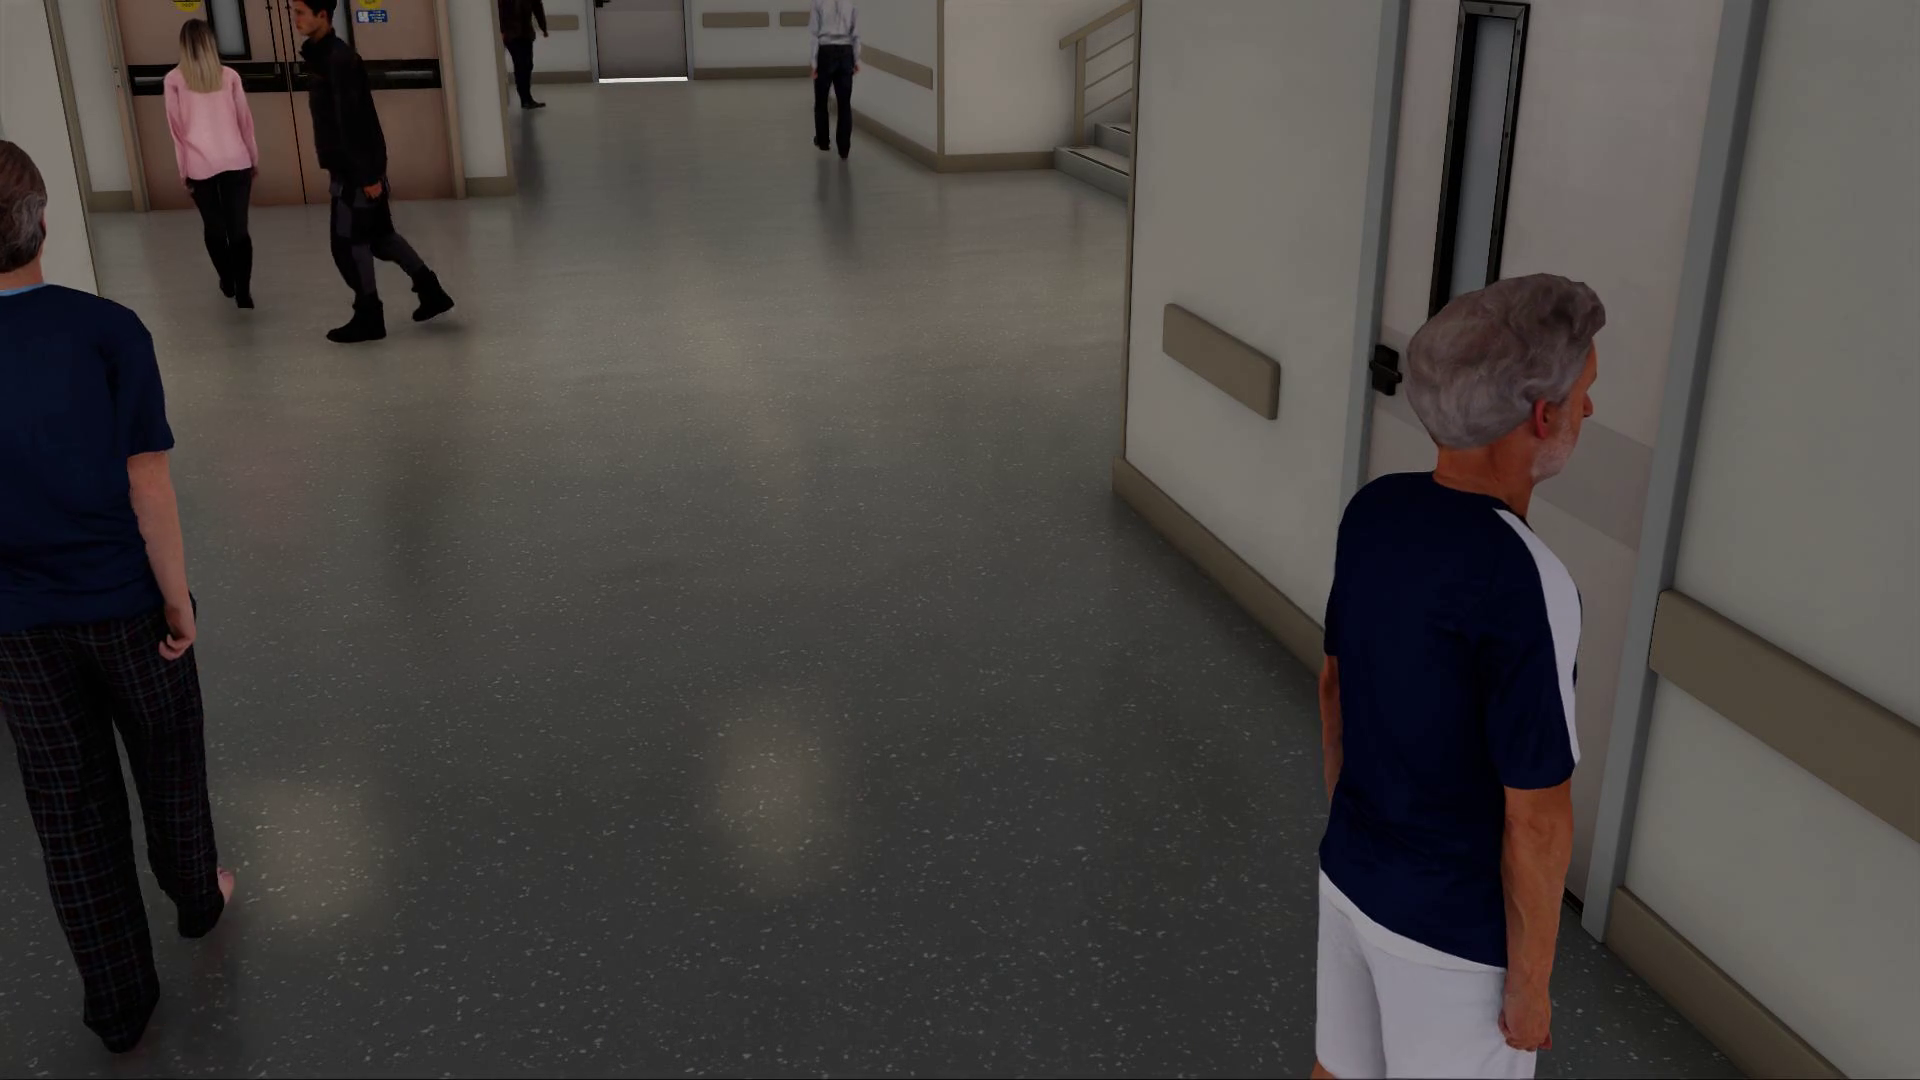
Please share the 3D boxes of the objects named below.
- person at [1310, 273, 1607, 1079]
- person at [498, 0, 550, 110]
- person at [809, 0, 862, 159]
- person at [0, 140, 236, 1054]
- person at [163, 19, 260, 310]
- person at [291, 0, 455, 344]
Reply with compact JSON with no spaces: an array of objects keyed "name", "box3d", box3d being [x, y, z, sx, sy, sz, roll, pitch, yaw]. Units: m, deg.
[{"name":"person","box3d":[0.680,0.516,2.423,0.554,1.835,0.646,-7,22,-18]},{"name":"person","box3d":[-5.306,-6.050,19.772,0.995,1.826,0.916,10,23,25]},{"name":"person","box3d":[-1.183,-4.564,15.897,0.911,1.793,0.728,-5,21,-14]},{"name":"person","box3d":[-1.753,0.182,3.284,0.826,1.851,0.776,-8,22,-19]},{"name":"person","box3d":[-4.319,-2.134,9.689,1.088,1.645,0.788,-9,22,-22]},{"name":"person","box3d":[-3.226,-2.036,9.064,1.000,1.905,0.813,-8,22,-20]}]
